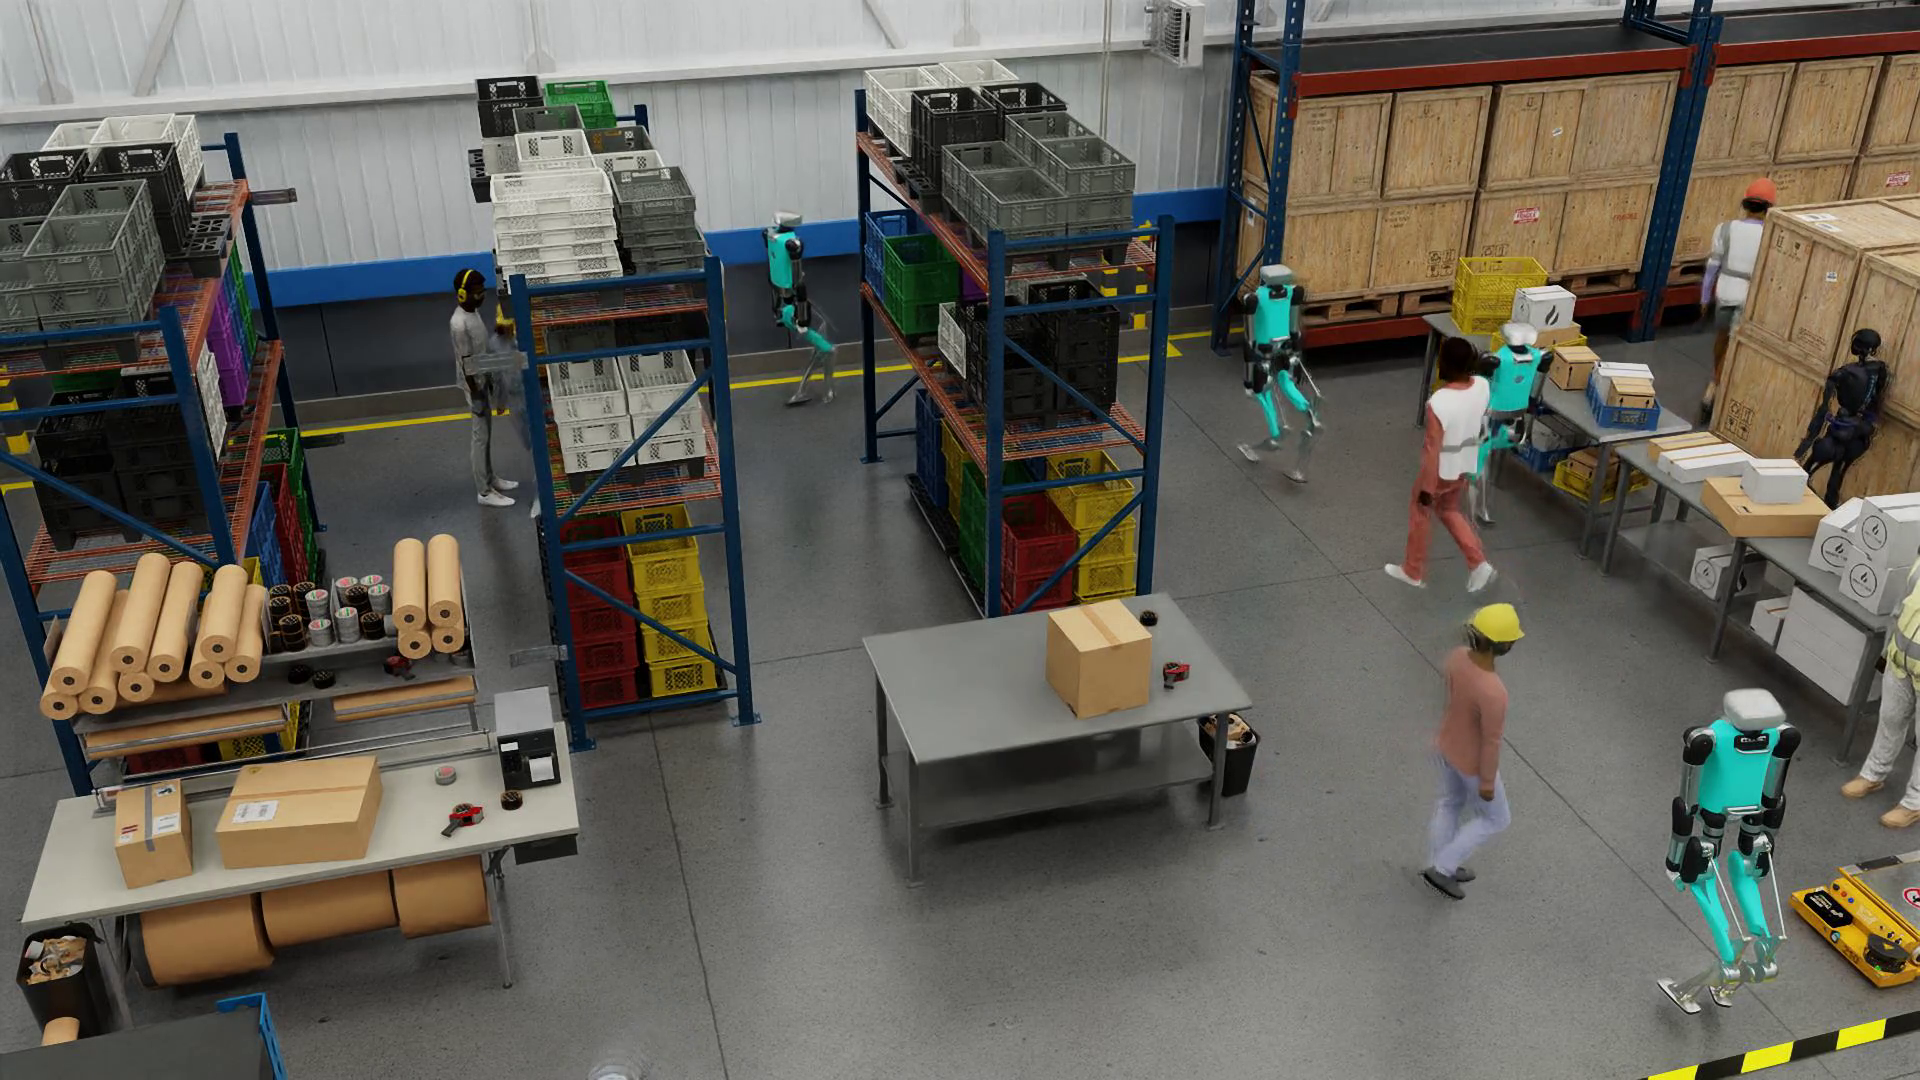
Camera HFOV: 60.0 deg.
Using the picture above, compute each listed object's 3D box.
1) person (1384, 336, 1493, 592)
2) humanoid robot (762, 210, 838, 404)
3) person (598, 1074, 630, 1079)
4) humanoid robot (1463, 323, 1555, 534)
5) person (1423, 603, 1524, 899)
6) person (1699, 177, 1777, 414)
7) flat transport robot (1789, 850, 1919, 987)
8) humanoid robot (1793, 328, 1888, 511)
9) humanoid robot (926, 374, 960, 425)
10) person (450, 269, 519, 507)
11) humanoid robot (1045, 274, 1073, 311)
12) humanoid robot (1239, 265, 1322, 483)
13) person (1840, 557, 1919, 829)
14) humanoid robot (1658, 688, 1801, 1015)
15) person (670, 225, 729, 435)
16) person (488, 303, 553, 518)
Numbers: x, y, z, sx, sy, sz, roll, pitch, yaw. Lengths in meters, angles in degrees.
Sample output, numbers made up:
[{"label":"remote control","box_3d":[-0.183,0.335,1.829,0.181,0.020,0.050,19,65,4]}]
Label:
[{"label":"person","box_3d":[3.348,-0.477,11.338,0.590,1.898,0.680,-18,34,-30]},{"label":"humanoid robot","box_3d":[-1.251,-1.955,14.242,0.752,1.855,0.542,-18,34,-30]},{"label":"person","box_3d":[-1.155,2.556,5.874,0.586,1.841,0.447,-2,29,-4]},{"label":"humanoid robot","box_3d":[3.858,-0.799,12.226,0.537,1.872,0.837,-4,29,-8]},{"label":"person","box_3d":[2.661,1.100,8.603,0.361,1.753,0.551,-5,29,-9]},{"label":"person","box_3d":[6.605,-2.075,14.147,0.598,2.011,0.991,24,37,37]},{"label":"flat transport robot","box_3d":[5.163,1.916,8.676,1.431,0.231,0.659,-8,30,-14]},{"label":"humanoid robot","box_3d":[6.404,-0.773,12.092,0.584,1.649,0.343,-10,30,-17]},{"label":"humanoid robot","box_3d":[0.041,-1.610,13.685,0.744,1.656,0.589,-13,32,-23]},{"label":"person","box_3d":[-3.630,-1.159,12.616,0.328,1.865,0.517,-3,29,-5]},{"label":"humanoid robot","box_3d":[0.900,-2.110,14.563,0.776,1.853,0.539,-18,34,-29]},{"label":"humanoid robot","box_3d":[2.522,-1.201,12.855,0.541,1.746,1.033,-12,31,-21]},{"label":"person","box_3d":[5.348,0.740,9.192,0.429,1.837,0.623,-10,30,-17]},{"label":"humanoid robot","box_3d":[3.610,1.544,7.683,0.533,1.681,0.735,-3,29,-5]},{"label":"person","box_3d":[-2.162,-1.732,13.677,0.508,1.842,0.328,-2,29,-3]},{"label":"person","box_3d":[-3.278,-1.089,12.642,0.494,1.708,0.747,6,29,10]}]
